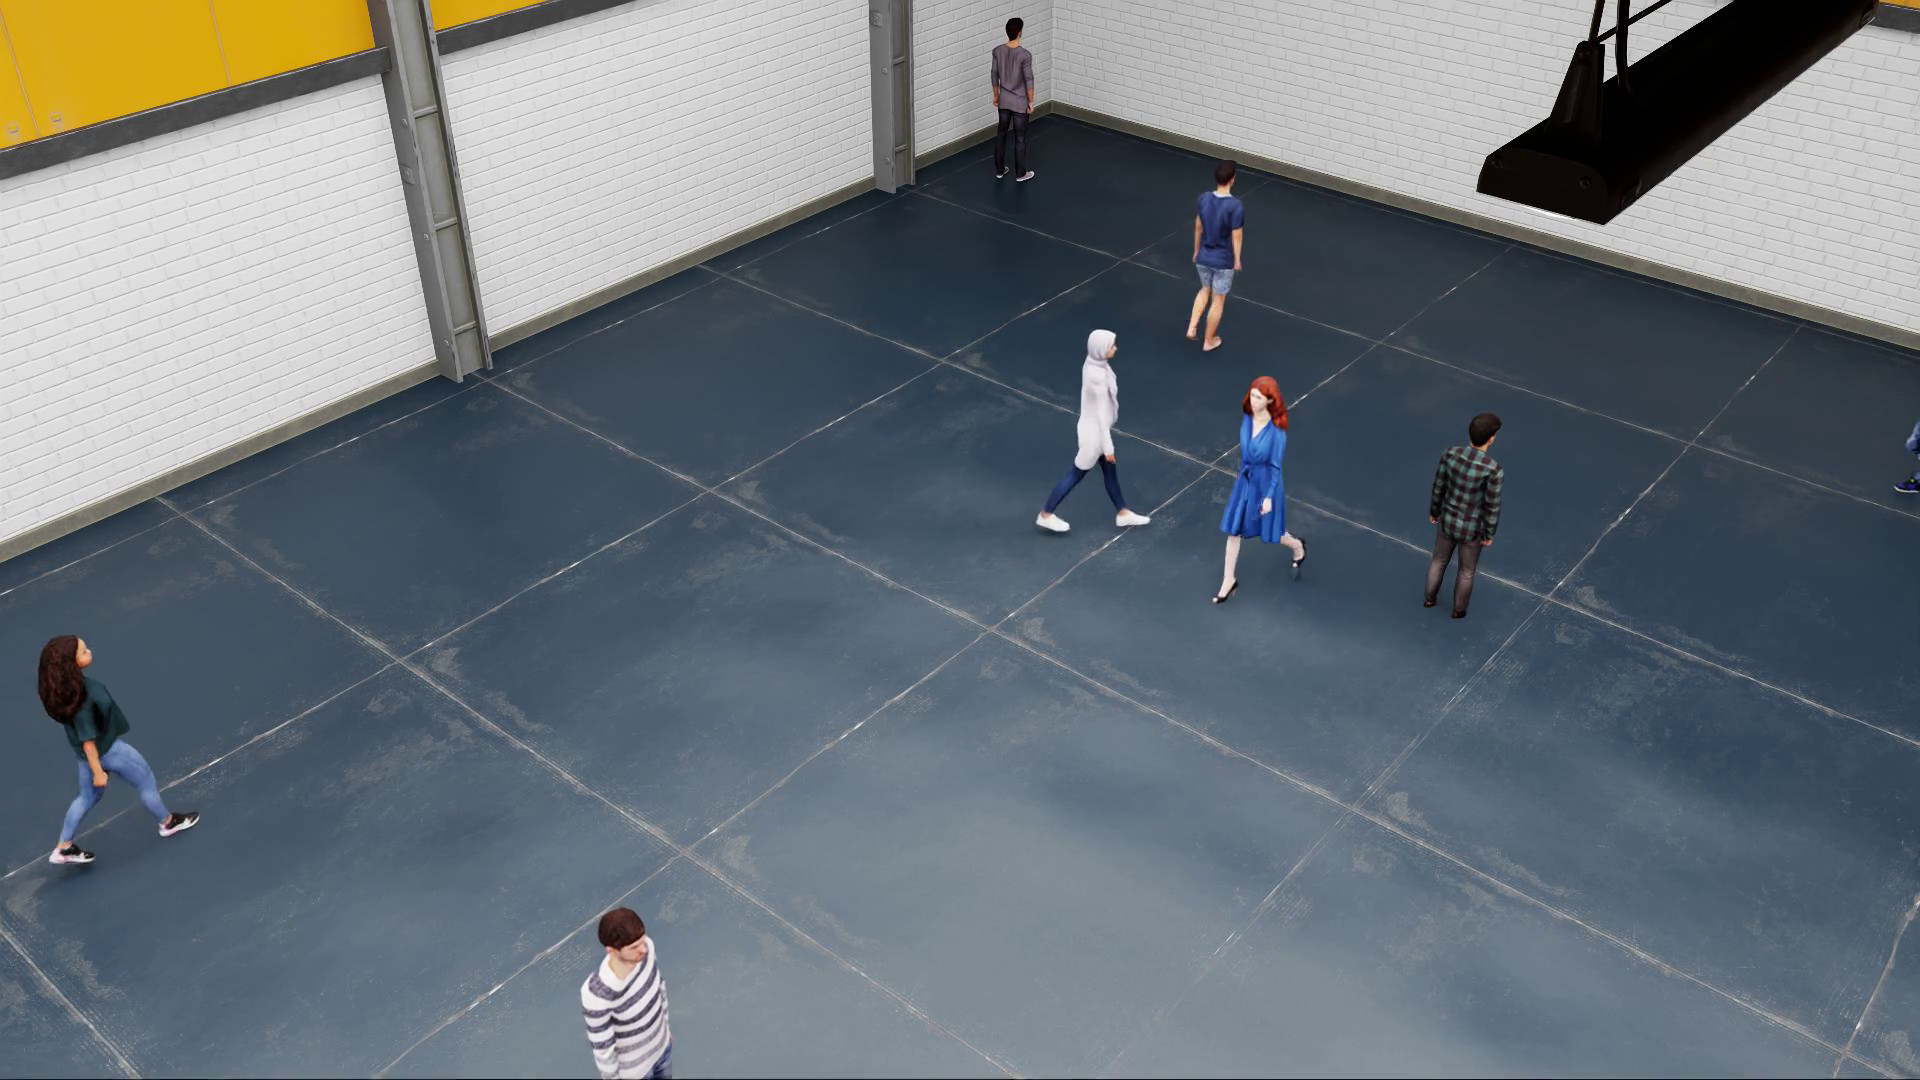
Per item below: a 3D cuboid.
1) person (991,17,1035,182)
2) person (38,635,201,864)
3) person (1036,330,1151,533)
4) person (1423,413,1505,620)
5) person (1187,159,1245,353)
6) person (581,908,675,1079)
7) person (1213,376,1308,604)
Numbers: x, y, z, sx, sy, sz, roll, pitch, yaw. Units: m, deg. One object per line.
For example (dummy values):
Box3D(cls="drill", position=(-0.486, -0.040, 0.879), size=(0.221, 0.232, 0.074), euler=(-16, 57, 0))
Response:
Box3D(cls="person", position=(0.607, -5.060, 19.095), size=(0.714, 1.852, 0.592), euler=(18, 38, 25))
Box3D(cls="person", position=(-5.166, 1.273, 9.812), size=(1.122, 1.581, 0.732), euler=(-24, 40, -31))
Box3D(cls="person", position=(0.935, -0.782, 12.775), size=(1.148, 1.724, 1.155), euler=(1, 34, 1))
Box3D(cls="person", position=(3.617, -0.158, 12.001), size=(0.679, 1.714, 0.508), euler=(26, 42, 34))
Box3D(cls="person", position=(2.327, -2.581, 15.377), size=(0.597, 1.839, 0.660), euler=(24, 41, 32))
Box3D(cls="person", position=(-1.551, 2.415, 7.856), size=(0.751, 1.845, 0.561), euler=(15, 36, 21))
Box3D(cls="person", position=(2.249, -0.365, 12.081), size=(1.180, 1.798, 0.835), euler=(-21, 39, -28))
